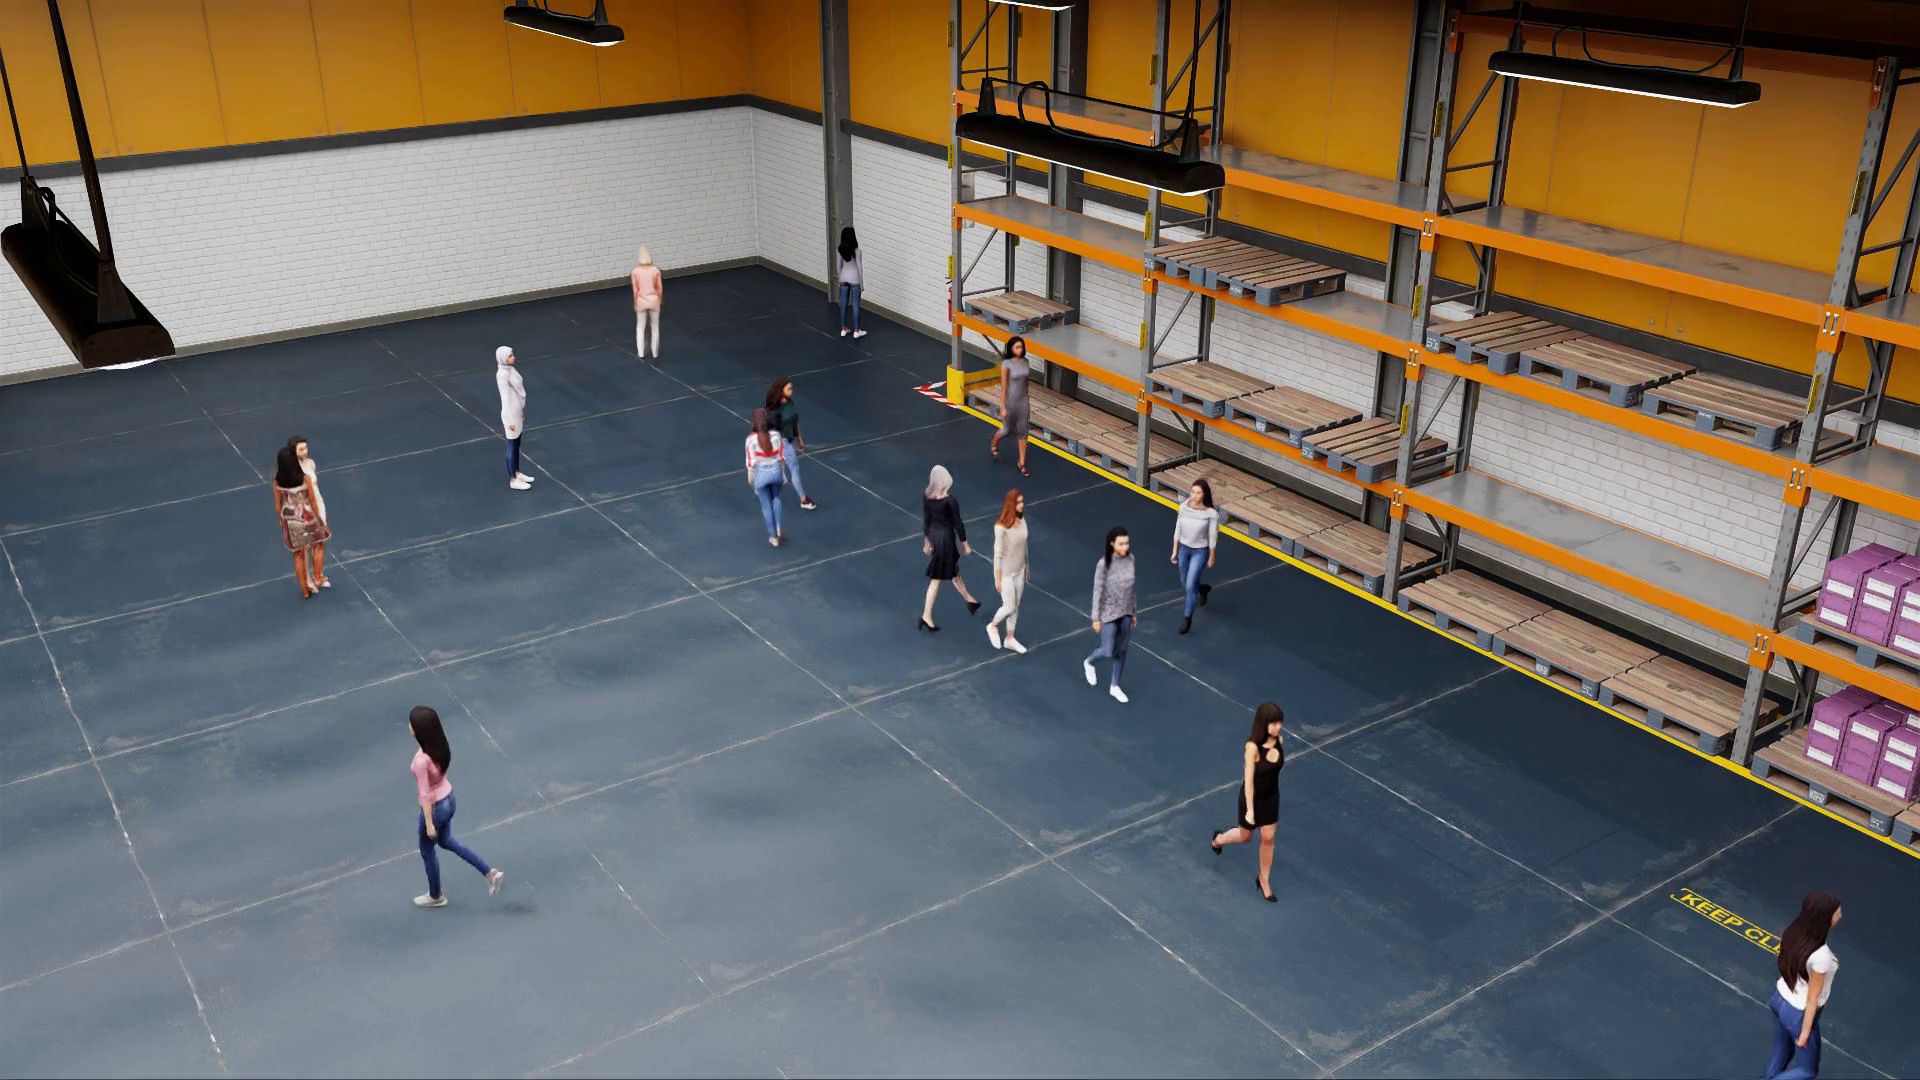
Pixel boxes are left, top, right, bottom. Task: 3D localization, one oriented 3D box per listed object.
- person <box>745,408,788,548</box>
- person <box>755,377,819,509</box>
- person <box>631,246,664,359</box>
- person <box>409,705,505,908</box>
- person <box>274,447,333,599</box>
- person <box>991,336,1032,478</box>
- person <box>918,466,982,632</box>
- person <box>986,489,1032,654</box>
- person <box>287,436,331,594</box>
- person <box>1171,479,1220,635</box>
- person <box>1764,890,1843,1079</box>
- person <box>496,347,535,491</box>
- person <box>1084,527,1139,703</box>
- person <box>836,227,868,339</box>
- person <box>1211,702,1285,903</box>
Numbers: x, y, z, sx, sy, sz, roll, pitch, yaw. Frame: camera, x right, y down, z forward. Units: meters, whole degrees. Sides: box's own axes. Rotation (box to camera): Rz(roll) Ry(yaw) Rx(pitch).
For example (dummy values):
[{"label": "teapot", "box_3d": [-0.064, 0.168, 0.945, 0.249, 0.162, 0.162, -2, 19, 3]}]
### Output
[{"label": "person", "box_3d": [-2.131, -0.676, 18.583, 0.672, 1.596, 0.682, -9, 25, -19]}, {"label": "person", "box_3d": [-2.157, -1.158, 19.724, 1.202, 1.566, 0.951, 12, 26, 25]}, {"label": "person", "box_3d": [-4.689, -3.565, 25.031, 0.694, 1.725, 0.700, -4, 24, -9]}, {"label": "person", "box_3d": [-3.799, 1.993, 12.312, 1.002, 1.729, 0.956, 3, 24, 6]}, {"label": "person", "box_3d": [-6.911, -0.158, 17.358, 0.814, 1.628, 0.877, -2, 24, -4]}, {"label": "person", "box_3d": [0.632, -1.687, 20.701, 0.635, 1.752, 1.062, -13, 27, -27]}, {"label": "person", "box_3d": [-0.235, 0.119, 16.621, 0.663, 1.710, 0.963, -15, 28, -30]}, {"label": "person", "box_3d": [0.427, 0.289, 16.246, 0.752, 1.699, 0.689, 20, 31, 38]}, {"label": "person", "box_3d": [-6.871, -0.281, 17.506, 0.676, 1.735, 0.664, 11, 26, 24]}, {"label": "person", "box_3d": [2.388, 0.121, 16.748, 0.979, 1.607, 0.824, 19, 30, 37]}, {"label": "person", "box_3d": [5.025, 2.902, 10.189, 0.840, 1.763, 0.790, 0, 24, 0]}, {"label": "person", "box_3d": [-5.453, -1.500, 20.244, 0.752, 1.776, 0.653, 0, 24, 0]}, {"label": "person", "box_3d": [1.397, 0.646, 15.403, 0.639, 1.721, 0.772, -13, 27, -27]}, {"label": "person", "box_3d": [-1.731, -4.061, 26.153, 0.615, 1.735, 0.740, 12, 26, 25]}, {"label": "person", "box_3d": [2.194, 1.934, 12.569, 0.577, 1.631, 0.934, -14, 27, -30]}]
